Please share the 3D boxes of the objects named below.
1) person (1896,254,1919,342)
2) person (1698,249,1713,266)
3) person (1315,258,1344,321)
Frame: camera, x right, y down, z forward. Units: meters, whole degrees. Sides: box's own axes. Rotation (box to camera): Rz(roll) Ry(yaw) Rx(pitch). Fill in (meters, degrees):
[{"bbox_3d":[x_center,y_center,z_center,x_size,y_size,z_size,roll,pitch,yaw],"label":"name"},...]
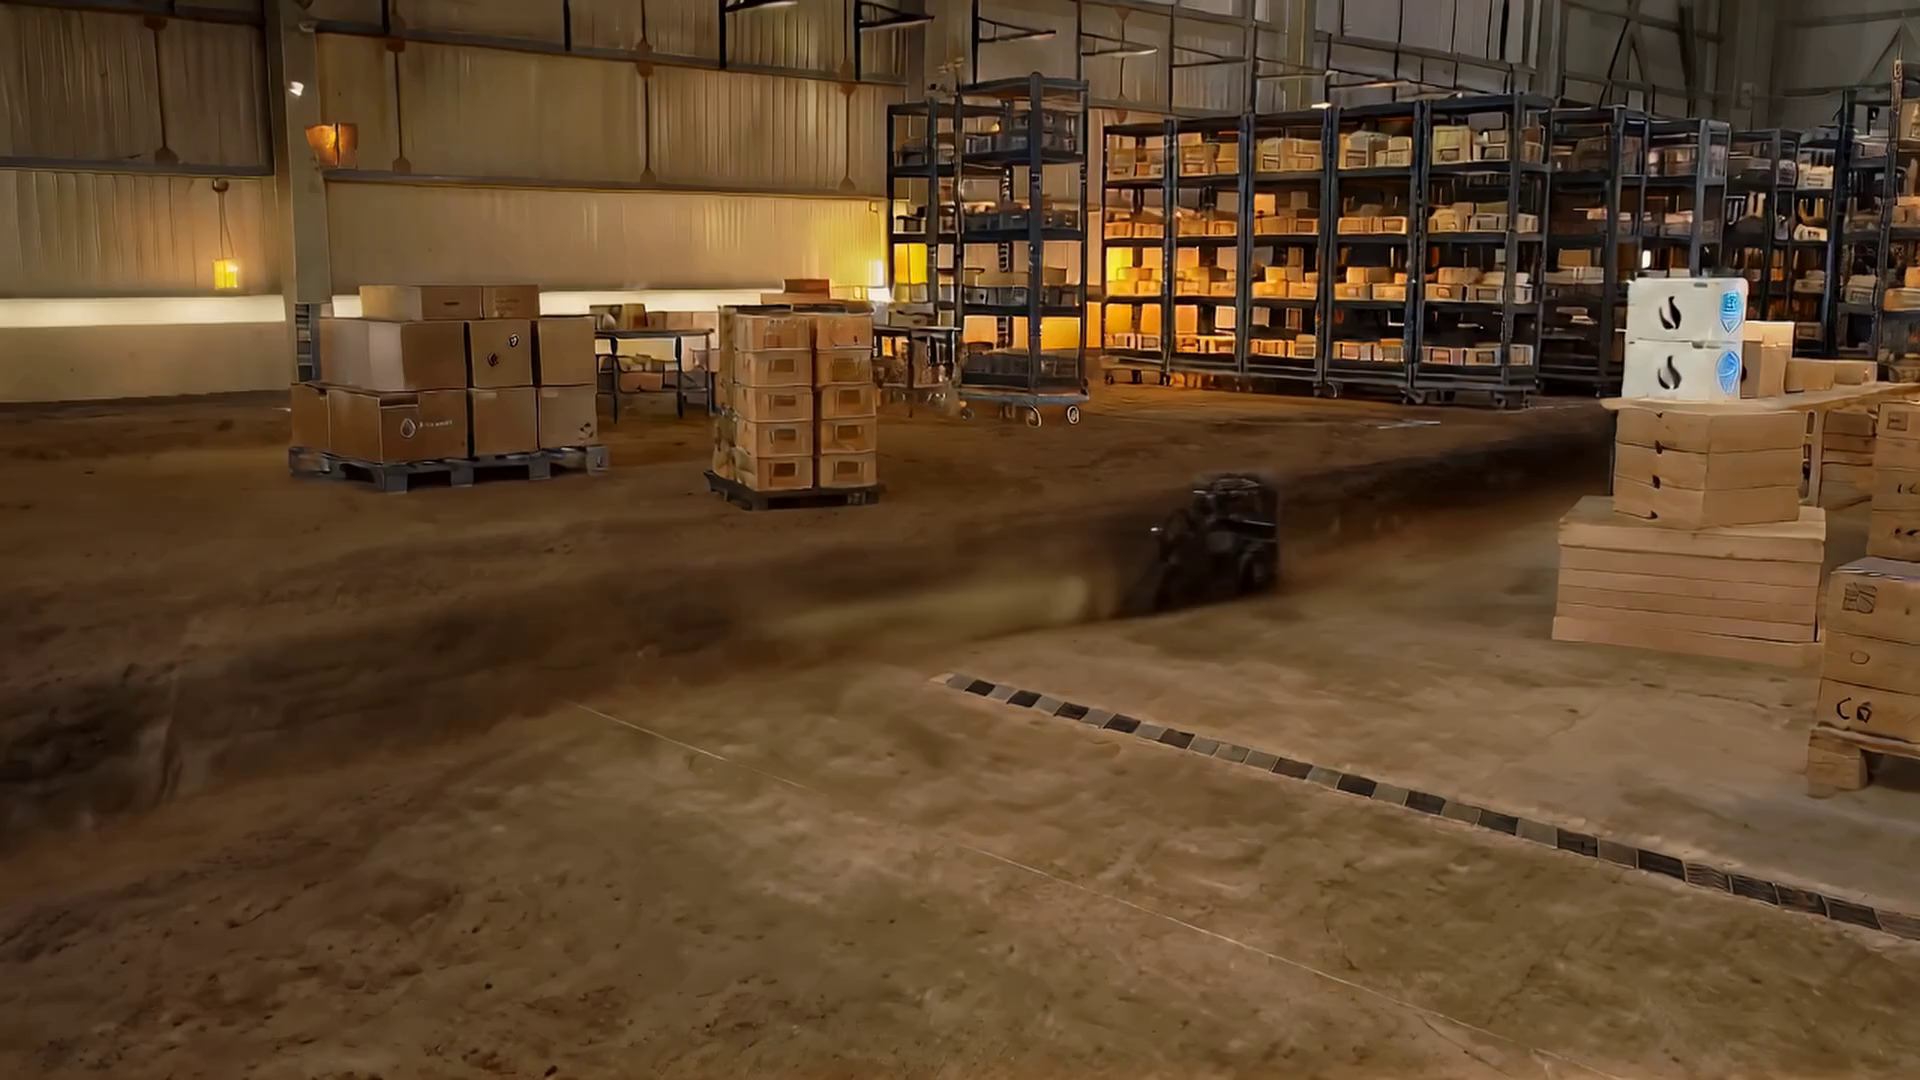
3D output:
[{"bbox_3d":[13.699,-3.208,24.048,0.404,1.831,0.600,5,11,27],"label":"person"},{"bbox_3d":[12.807,-4.048,28.686,0.611,1.978,0.432,7,12,35],"label":"person"},{"bbox_3d":[6.665,-4.141,29.753,0.581,1.793,0.982,6,11,33],"label":"person"}]
